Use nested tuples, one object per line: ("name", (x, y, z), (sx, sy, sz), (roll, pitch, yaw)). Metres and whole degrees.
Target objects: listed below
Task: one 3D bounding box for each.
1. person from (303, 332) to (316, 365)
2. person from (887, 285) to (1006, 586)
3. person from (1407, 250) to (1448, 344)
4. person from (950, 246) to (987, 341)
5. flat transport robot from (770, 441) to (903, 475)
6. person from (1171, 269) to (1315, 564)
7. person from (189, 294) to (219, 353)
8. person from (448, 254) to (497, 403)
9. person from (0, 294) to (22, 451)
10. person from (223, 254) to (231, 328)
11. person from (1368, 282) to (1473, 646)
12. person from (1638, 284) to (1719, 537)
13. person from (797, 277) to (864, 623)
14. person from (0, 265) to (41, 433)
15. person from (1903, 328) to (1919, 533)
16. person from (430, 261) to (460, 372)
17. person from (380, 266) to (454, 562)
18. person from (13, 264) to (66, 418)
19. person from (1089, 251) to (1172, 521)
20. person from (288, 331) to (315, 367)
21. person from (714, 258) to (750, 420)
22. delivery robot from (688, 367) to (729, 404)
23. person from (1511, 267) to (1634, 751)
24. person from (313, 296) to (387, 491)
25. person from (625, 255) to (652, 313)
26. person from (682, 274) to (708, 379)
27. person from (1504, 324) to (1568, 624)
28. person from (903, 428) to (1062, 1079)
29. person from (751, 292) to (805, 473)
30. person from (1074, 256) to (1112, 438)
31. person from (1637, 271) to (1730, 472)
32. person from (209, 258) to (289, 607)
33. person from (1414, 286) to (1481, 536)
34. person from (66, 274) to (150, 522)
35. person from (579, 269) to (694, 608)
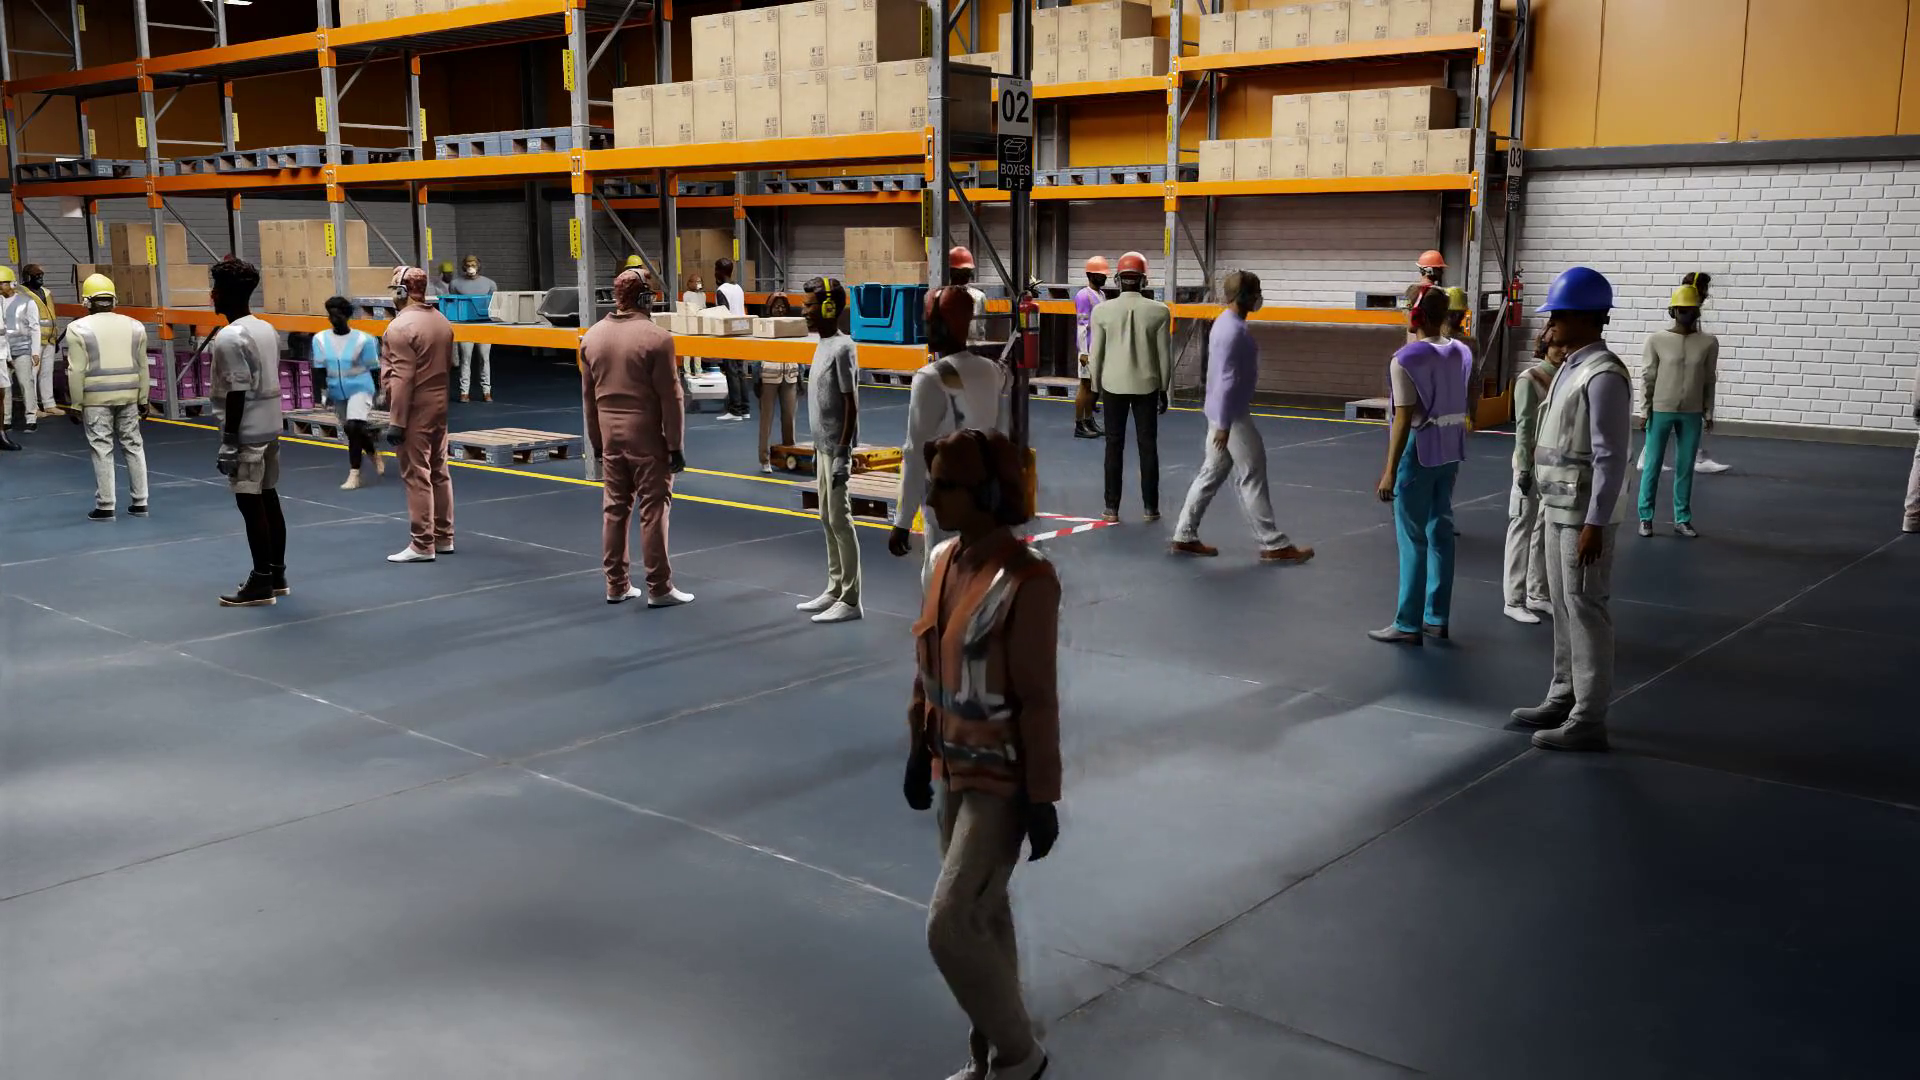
("person", (-9.875, -3.347, 25.346), (0.944, 1.856, 0.655), (-2, 10, -11))
("person", (-0.073, -0.121, 6.967), (0.467, 1.872, 0.580), (5, 11, 28))
("person", (4.970, -2.083, 17.770), (0.387, 1.996, 0.611), (1, 10, 7))
("person", (-0.015, -1.571, 14.739), (0.615, 2.042, 0.379), (-6, 12, -30))
("flat transport robot", (-1.076, -0.750, 15.089), (1.431, 0.197, 0.652), (9, 13, 40))
("person", (1.812, -0.790, 10.725), (0.928, 1.893, 0.649), (1, 10, 7))
("person", (-10.273, -2.782, 22.592), (0.321, 1.698, 0.537), (3, 10, 14))
("person", (-6.377, -2.770, 21.844), (0.627, 1.940, 0.375), (-3, 10, -17))
("person", (-9.607, -1.823, 16.456), (0.363, 1.935, 0.553), (3, 11, 19))
("person", (-12.143, -3.815, 27.825), (0.542, 1.928, 0.374), (3, 11, 19))
("person", (2.373, -0.381, 8.494), (0.565, 1.850, 0.390), (-8, 13, -39))
("person", (5.023, -0.896, 11.656), (0.525, 1.772, 0.307), (1, 10, 3))
("person", (-0.708, -0.485, 9.028), (0.311, 1.869, 0.533), (-3, 11, -18))
("person", (-10.360, -2.070, 18.158), (0.592, 1.833, 0.404), (-1, 10, -6))
("person", (6.963, -0.946, 11.633), (0.417, 1.886, 0.679), (-3, 10, -17))
("person", (-8.392, -3.652, 27.226), (0.606, 1.818, 0.536), (-9, 14, -43))
("person", (-3.529, -0.810, 10.776), (0.409, 1.907, 0.651), (2, 10, 10))
("person", (-11.057, -2.385, 19.956), (0.429, 1.837, 0.628), (1, 10, 8))
("person", (1.262, -1.131, 12.347), (0.614, 1.994, 0.393), (1, 10, 5))
("person", (-11.047, -3.643, 27.788), (0.508, 1.597, 0.773), (7, 12, 33))
("person", (-2.696, -2.363, 19.622), (0.407, 1.908, 0.590), (2, 10, 14))
("delivery robot", (-2.995, -1.885, 20.474), (0.707, 0.478, 0.477), (-1, 10, -7))
("person", (2.490, -0.122, 6.739), (0.405, 1.945, 0.615), (1, 10, 5))
("person", (-5.142, -1.275, 14.193), (0.508, 1.634, 0.843), (1, 10, 8))
("person", (-4.879, -3.355, 25.235), (0.396, 1.918, 0.588), (2, 10, 10))
("person", (-4.116, -3.315, 25.854), (0.284, 1.623, 0.492), (6, 12, 32))
("person", (3.181, -0.373, 9.055), (0.514, 1.637, 0.314), (-8, 12, -37))
("person", (0.032, 0.554, 3.809), (0.385, 1.623, 0.537), (-5, 11, -26))
("person", (-1.645, -1.419, 15.025), (0.515, 1.634, 0.311), (-6, 12, -31))
("person", (1.442, -2.058, 17.791), (0.374, 1.935, 0.552), (5, 11, 28))
("person", (6.560, -1.503, 14.979), (0.664, 1.840, 0.617), (5, 11, 26))
("person", (-4.052, -0.608, 9.453), (0.367, 1.966, 0.607), (-1, 10, -3))
("person", (3.419, -0.918, 11.804), (0.543, 1.751, 0.434), (-3, 10, -16))
("person", (-6.333, -1.052, 12.364), (0.404, 1.830, 0.603), (7, 12, 35))
("person", (-1.808, -0.568, 9.394), (0.651, 1.907, 0.409), (5, 11, 27))
